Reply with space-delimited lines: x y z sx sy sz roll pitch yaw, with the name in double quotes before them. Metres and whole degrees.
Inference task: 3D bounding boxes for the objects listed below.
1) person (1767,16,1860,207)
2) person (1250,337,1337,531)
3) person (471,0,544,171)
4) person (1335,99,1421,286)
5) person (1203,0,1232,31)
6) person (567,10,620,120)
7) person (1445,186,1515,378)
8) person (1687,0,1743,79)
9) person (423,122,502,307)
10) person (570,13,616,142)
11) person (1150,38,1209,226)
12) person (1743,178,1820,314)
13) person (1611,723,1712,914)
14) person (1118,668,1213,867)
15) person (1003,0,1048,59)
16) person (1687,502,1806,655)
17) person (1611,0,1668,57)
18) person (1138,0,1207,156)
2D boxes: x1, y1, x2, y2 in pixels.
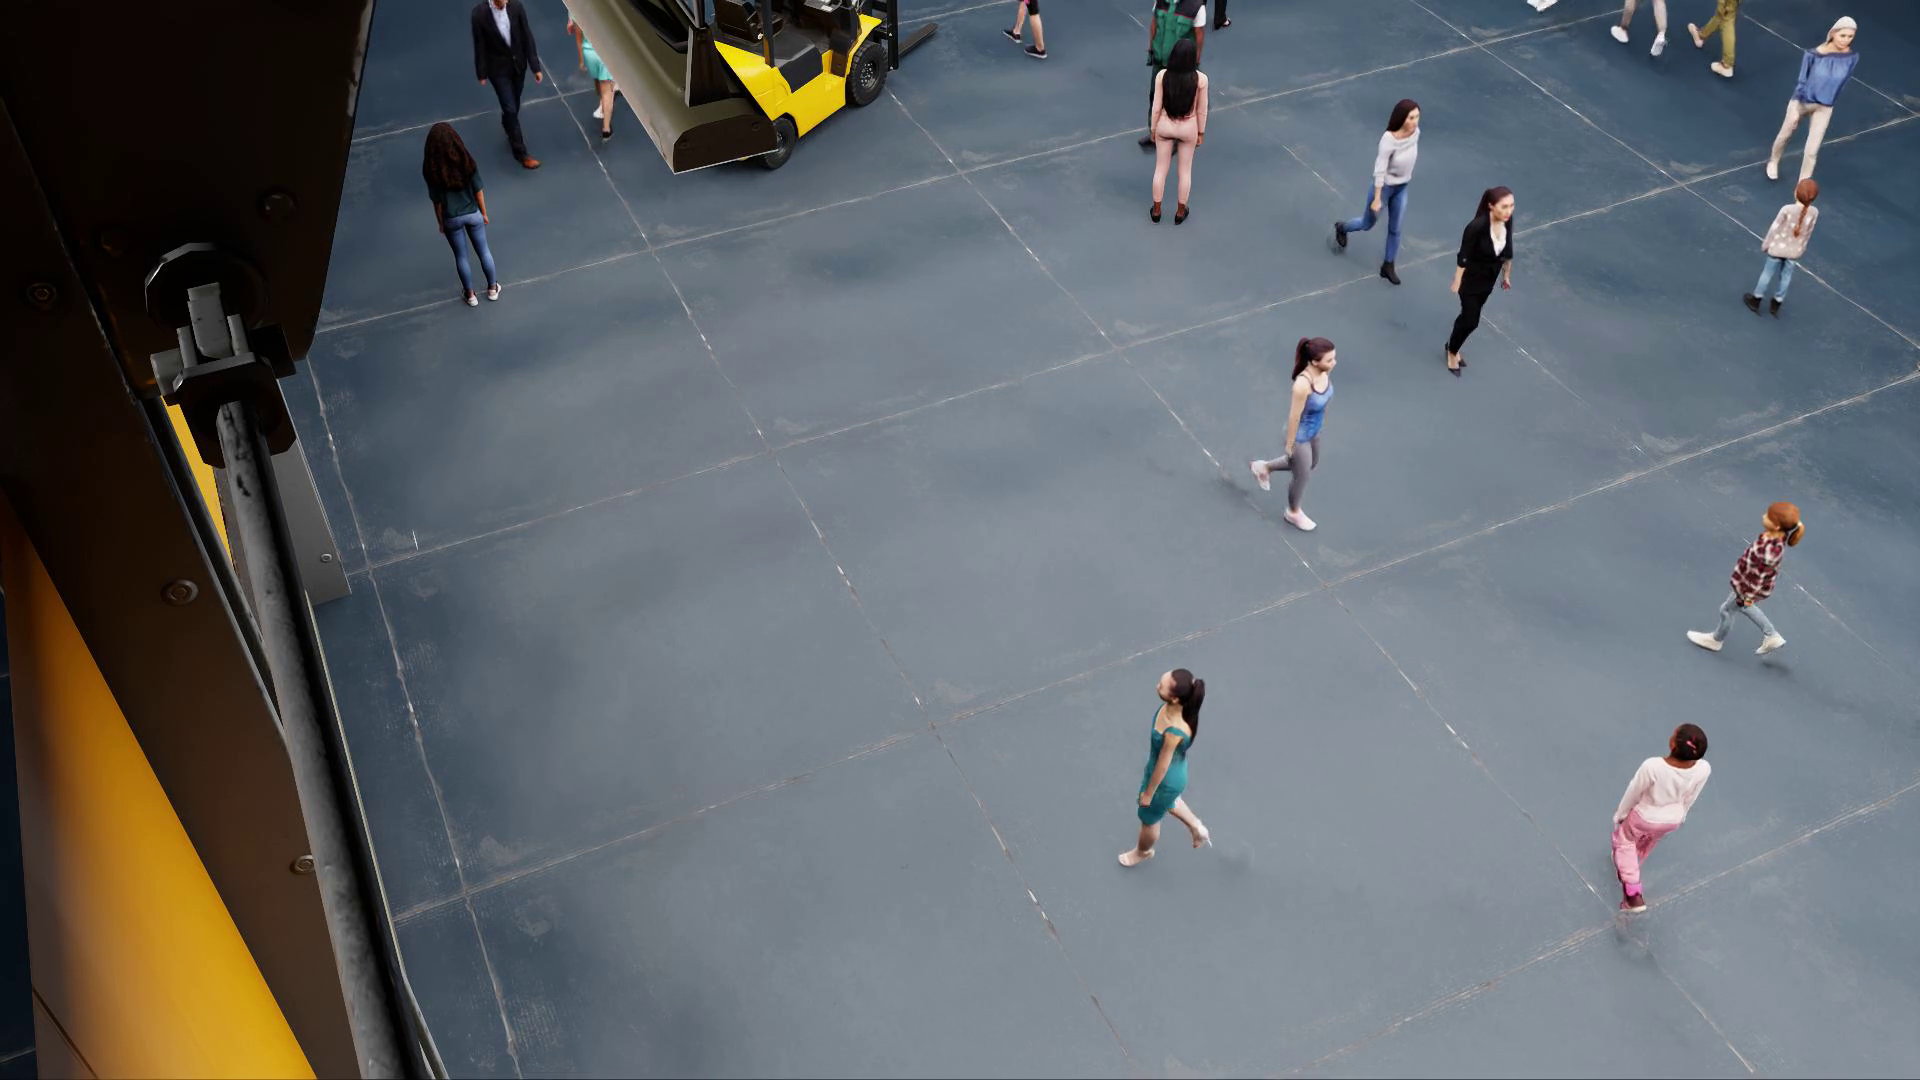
"person" 7.531 -3.875 14.796 1.039 1.644 1.197 8 44 8
"person" 2.328 -0.769 11.570 0.932 1.596 0.773 29 51 27
"person" -4.158 -4.343 15.211 0.861 1.748 1.216 -25 49 -24
"person" 3.498 -2.939 13.839 0.694 1.608 1.035 -24 49 -23
"person" 2.648 -6.096 17.116 0.601 1.659 0.720 28 50 26
"person" -3.388 -5.044 15.911 1.223 1.797 1.312 13 45 13
"person" 3.959 -2.063 12.890 0.619 1.649 0.613 -23 48 -22
"person" 7.678 -5.430 16.339 0.803 1.766 1.189 -11 45 -11
"person" -4.060 -2.645 13.526 0.600 1.616 0.592 -16 46 -16
"person" -3.374 -4.479 15.518 0.829 1.522 1.138 -2 44 -2
"person" 1.871 -3.524 14.372 0.704 1.721 0.723 7 44 7
"person" 6.745 -2.395 13.570 0.560 1.191 0.599 7 44 8
"person" 3.882 1.560 9.244 0.755 1.433 0.900 2 44 2
"person" 1.207 1.318 9.320 0.850 1.677 0.818 7 44 7
"person" 0.772 -5.647 16.567 0.974 1.766 0.830 32 52 29
"person" 5.161 0.289 10.680 0.881 1.293 0.770 22 48 22
"person" 6.996 -5.730 16.615 0.915 1.821 1.149 -5 44 -6
"person" 1.955 -4.411 15.218 0.707 1.838 0.837 27 50 25
